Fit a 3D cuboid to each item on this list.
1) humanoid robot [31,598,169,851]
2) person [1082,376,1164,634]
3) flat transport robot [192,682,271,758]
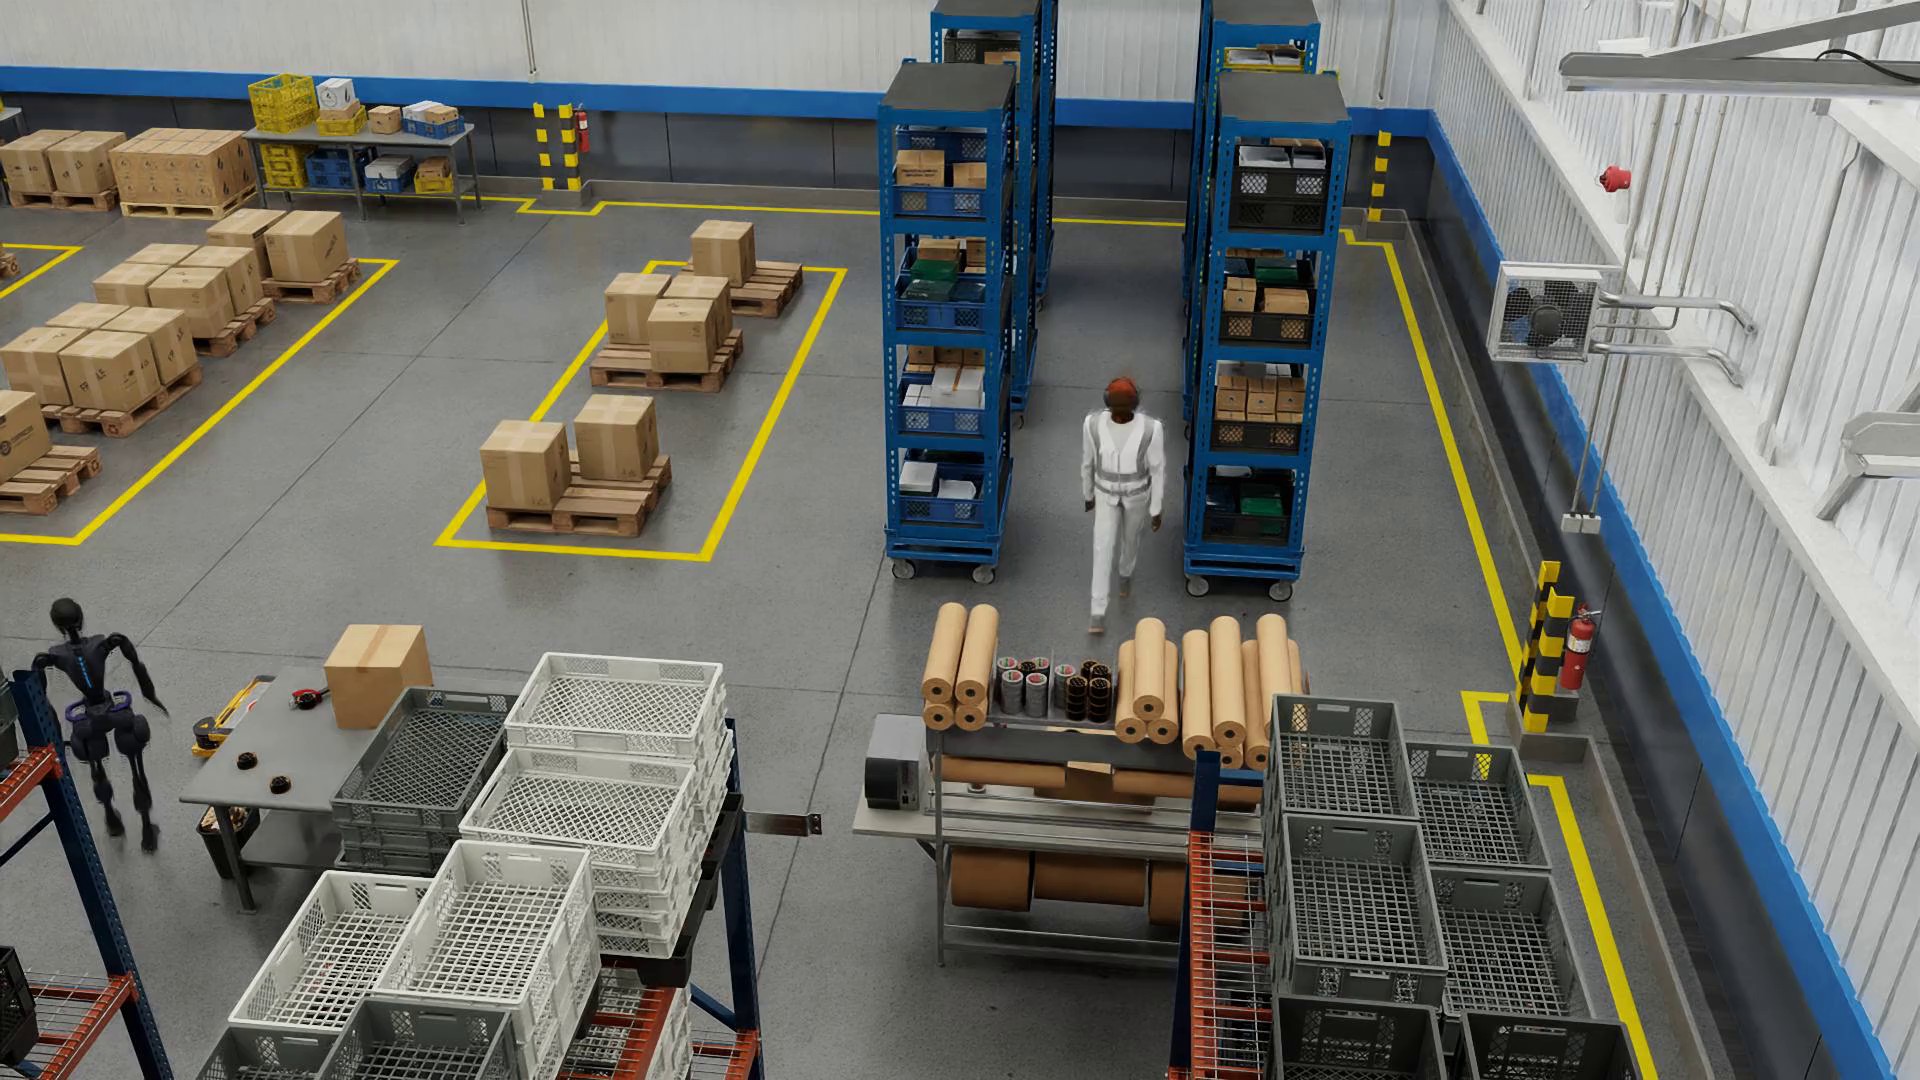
[{"bbox_3d":[-4.884,1.020,9.525,0.599,1.640,0.538,-13,33,-22],"label":"humanoid robot"},{"bbox_3d":[1.118,-0.278,11.597,0.594,1.831,0.975,6,31,10],"label":"person"},{"bbox_3d":[-4.089,1.163,10.648,1.431,0.197,0.652,3,30,6],"label":"flat transport robot"}]
